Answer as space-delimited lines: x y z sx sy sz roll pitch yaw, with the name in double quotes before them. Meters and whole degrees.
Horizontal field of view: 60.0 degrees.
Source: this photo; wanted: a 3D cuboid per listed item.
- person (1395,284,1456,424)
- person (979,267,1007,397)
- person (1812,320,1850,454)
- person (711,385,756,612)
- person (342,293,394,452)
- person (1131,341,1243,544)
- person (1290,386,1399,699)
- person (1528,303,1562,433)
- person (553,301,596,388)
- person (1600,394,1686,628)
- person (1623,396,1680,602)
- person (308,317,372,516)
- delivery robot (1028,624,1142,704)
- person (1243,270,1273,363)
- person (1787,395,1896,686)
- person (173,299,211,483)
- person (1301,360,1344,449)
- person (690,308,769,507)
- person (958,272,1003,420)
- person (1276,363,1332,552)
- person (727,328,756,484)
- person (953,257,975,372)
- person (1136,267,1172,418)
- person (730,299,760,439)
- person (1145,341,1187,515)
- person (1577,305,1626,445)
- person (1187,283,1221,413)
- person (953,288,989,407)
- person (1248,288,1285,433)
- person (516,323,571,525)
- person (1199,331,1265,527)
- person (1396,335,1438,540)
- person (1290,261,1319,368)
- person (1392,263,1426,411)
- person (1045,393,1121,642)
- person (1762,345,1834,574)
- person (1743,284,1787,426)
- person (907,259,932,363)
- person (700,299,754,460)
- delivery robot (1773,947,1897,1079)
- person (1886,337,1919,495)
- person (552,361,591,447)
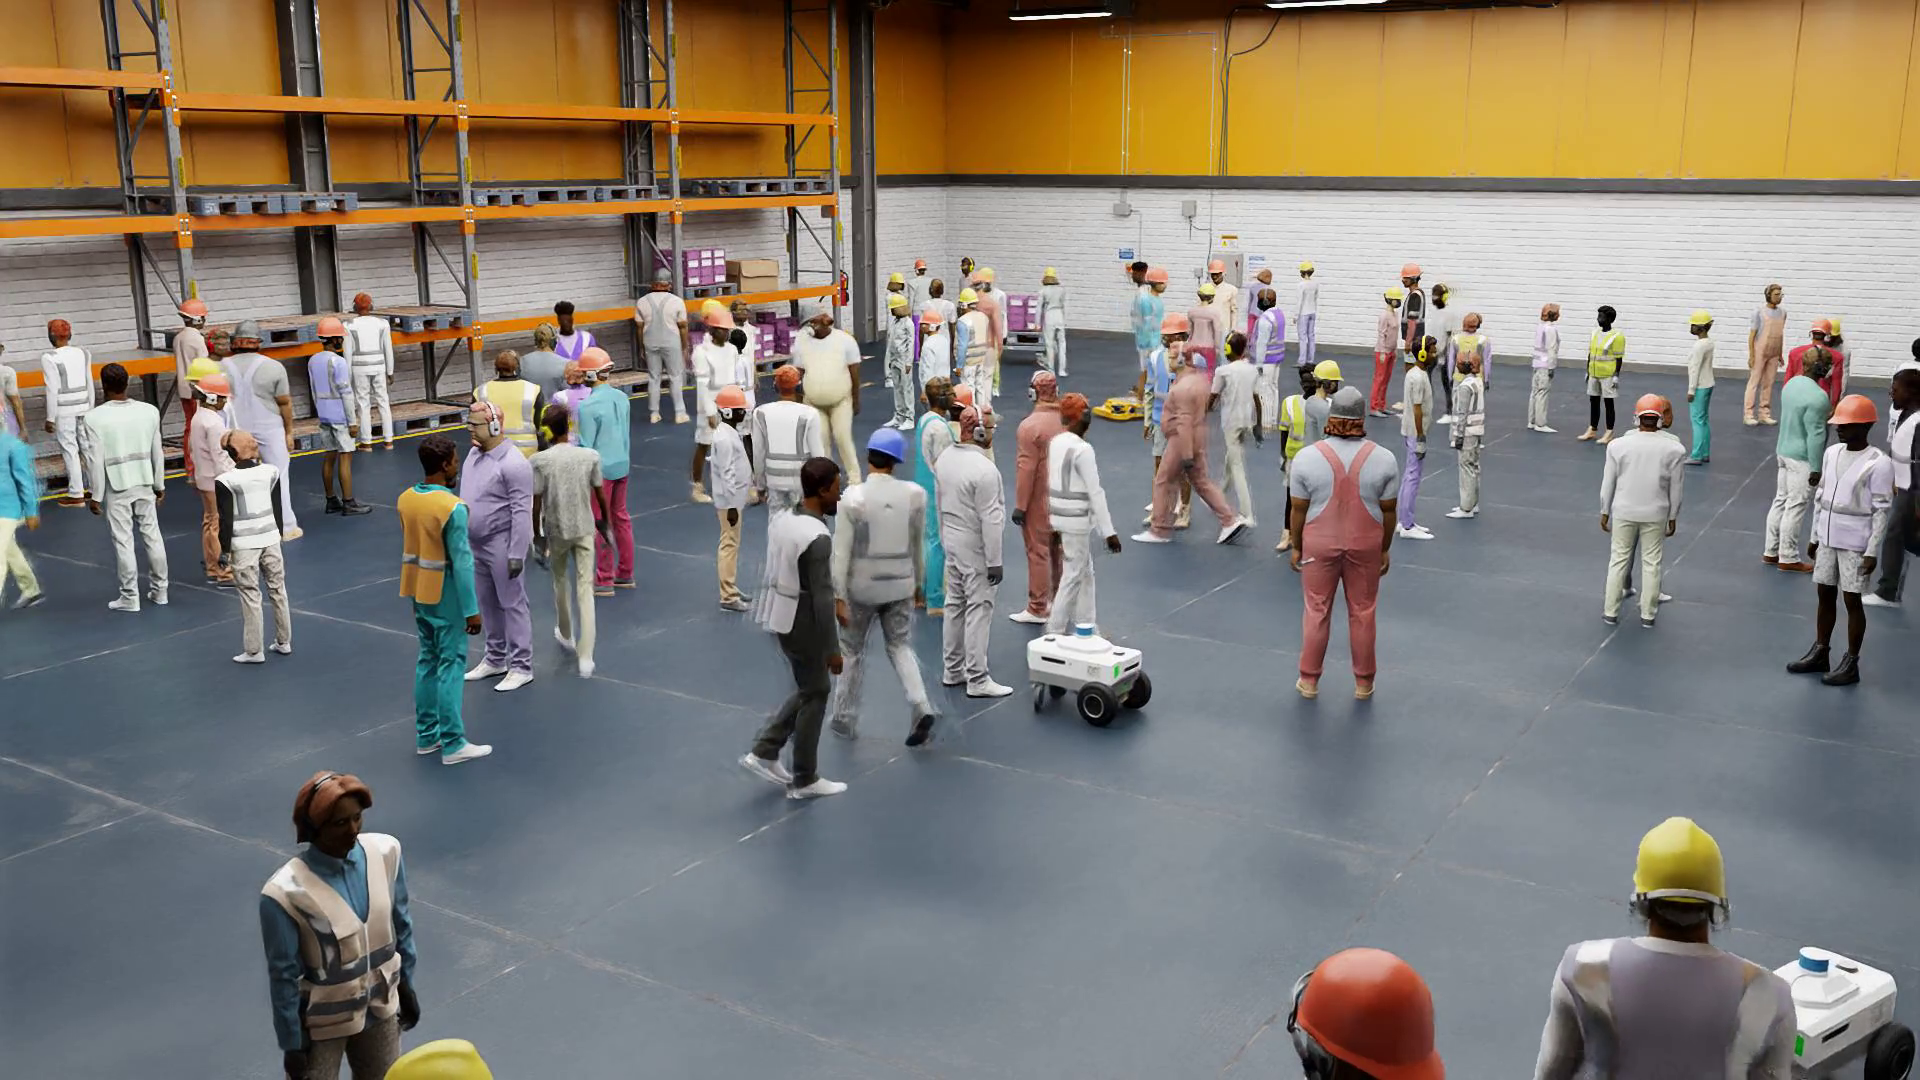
"person" 6.158 -2.398 21.655 0.948 1.825 0.533 -6 14 -25
"person" 0.369 -3.011 24.186 0.625 1.902 0.468 1 13 6
"person" 9.876 -1.700 19.009 0.494 1.664 0.971 8 15 30
"person" -1.750 -0.326 12.850 0.329 1.751 0.567 -2 13 -7
"person" -7.038 -1.996 19.805 0.584 1.882 0.337 -9 16 -34
"person" 2.088 -0.865 14.964 0.952 1.870 0.648 5 14 22
"person" 2.452 0.015 10.740 0.679 2.000 0.537 2 13 8
"person" 7.458 -2.198 21.216 0.315 1.641 0.514 0 13 1
"person" -4.216 -1.617 18.011 0.629 1.949 0.418 -5 14 -20
"person" 5.071 -0.220 12.408 0.566 1.744 0.349 5 14 20
"person" 5.427 -0.323 13.098 0.278 1.634 0.499 -10 16 -36
"person" -6.075 -1.199 16.234 0.545 1.939 0.354 8 15 32
"delivery robot" 0.782 0.771 10.511 0.707 0.478 0.477 10 16 36
"person" 5.096 -3.802 28.288 0.810 1.573 0.577 -11 17 -39
"person" 5.851 0.000 11.032 0.362 1.935 0.553 -4 14 -17
"person" -8.117 -1.569 17.748 0.604 1.986 0.407 11 17 39
"person" 3.097 -0.666 14.314 0.341 1.760 0.525 -1 13 -4
"person" -2.336 -1.295 16.529 1.051 1.990 0.630 11 17 39
"person" 0.248 -2.555 22.078 0.685 1.960 0.408 8 15 32
"person" 3.064 -0.715 14.661 0.535 1.697 0.322 6 14 26
"person" -2.328 -1.392 17.595 0.317 1.695 0.540 0 13 1
"person" 0.139 -3.646 26.995 0.335 1.873 0.521 -12 17 -42
"person" 2.634 -2.604 22.142 0.637 2.020 0.604 7 15 28
"person" -2.564 -1.894 19.448 0.345 1.847 0.506 12 18 43
"person" 2.096 -1.186 16.325 0.519 1.873 0.328 9 16 35
"person" 7.846 -2.015 20.301 0.317 1.695 0.540 -6 14 -23
"person" 3.349 -2.635 22.843 0.527 1.765 0.328 10 16 37
"person" 0.117 -2.275 21.128 0.404 1.835 0.588 9 16 33
"person" 3.888 -2.273 21.135 0.431 1.836 0.619 7 15 30
"person" -3.875 -1.083 15.726 0.636 1.939 0.364 4 13 15
"person" 2.570 -1.080 15.981 0.526 1.822 0.972 -9 16 -33
"person" 4.222 -0.945 15.286 0.328 1.870 0.512 2 13 9
"person" 5.732 -3.741 27.635 0.530 1.768 0.312 -11 17 -40
"person" 6.206 -2.798 22.966 0.409 2.035 0.608 4 14 18
"person" 0.833 -0.090 11.596 0.578 1.858 0.691 -4 14 -17
"person" 7.071 -0.675 13.991 0.367 1.934 0.630 1 13 4
"person" 10.514 -2.405 21.683 0.524 1.842 0.345 -3 13 -13
"person" -0.668 -3.903 28.363 0.565 1.751 0.330 -9 16 -33
"person" -2.640 -1.789 18.909 0.710 1.889 0.606 6 14 26
"delivery robot" 3.165 1.763 6.209 0.707 0.478 0.477 -9 16 -34
"person" 9.707 -1.242 16.970 0.319 1.686 0.540 -3 13 -15
"person" -3.491 -0.831 15.296 0.514 1.637 0.315 -9 16 -34
